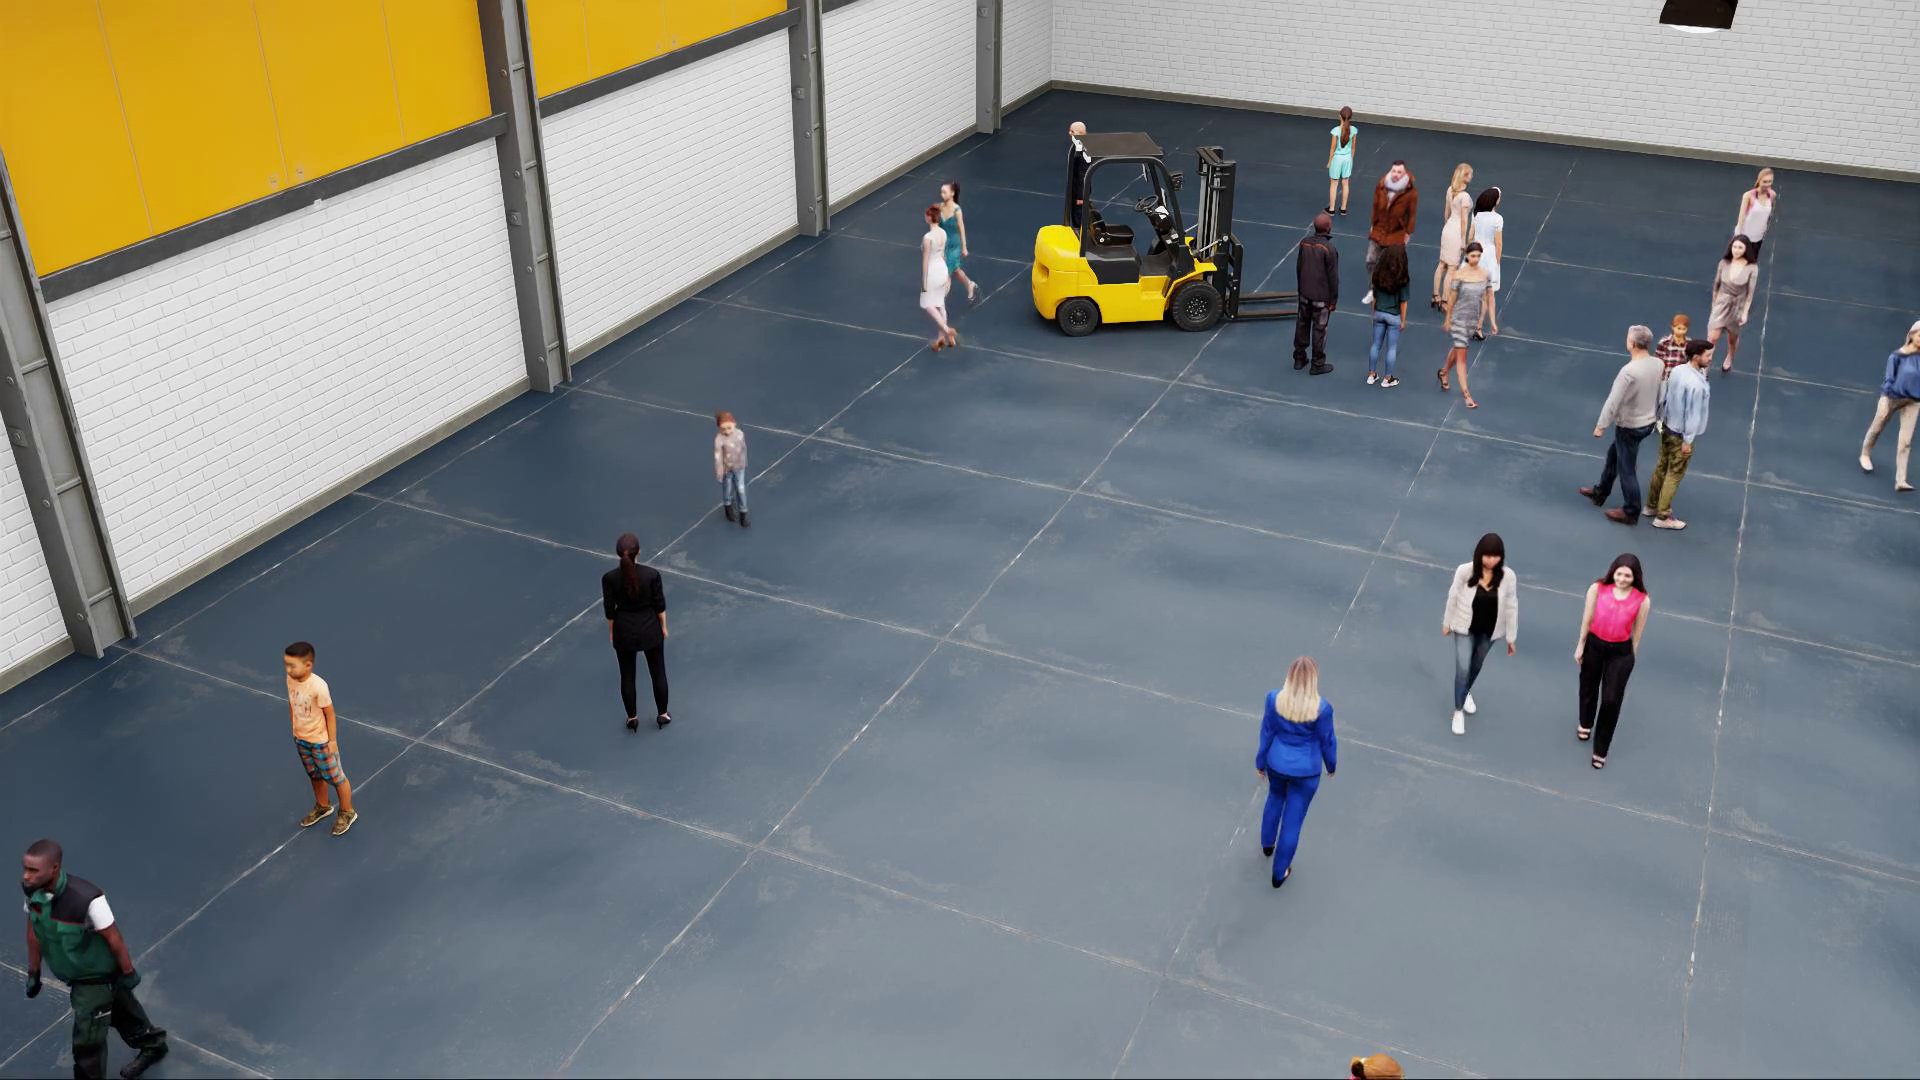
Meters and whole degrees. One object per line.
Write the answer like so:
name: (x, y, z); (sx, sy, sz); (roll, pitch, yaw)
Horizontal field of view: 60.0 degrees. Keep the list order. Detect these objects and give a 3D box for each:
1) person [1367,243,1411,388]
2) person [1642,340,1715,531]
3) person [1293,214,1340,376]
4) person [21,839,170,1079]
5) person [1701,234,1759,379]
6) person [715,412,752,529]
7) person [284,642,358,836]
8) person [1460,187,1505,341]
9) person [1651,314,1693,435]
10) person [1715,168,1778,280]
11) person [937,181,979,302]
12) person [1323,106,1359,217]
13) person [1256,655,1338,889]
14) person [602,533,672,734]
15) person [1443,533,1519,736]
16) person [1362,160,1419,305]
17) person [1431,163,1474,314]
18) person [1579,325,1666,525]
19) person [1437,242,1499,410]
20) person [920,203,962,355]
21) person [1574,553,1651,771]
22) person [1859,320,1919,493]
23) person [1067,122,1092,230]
person: (4.707, -2.474, 18.275); (0.657, 1.617, 0.667); (21, 35, 34)
person: (6.638, -0.995, 15.363); (0.808, 1.810, 0.655); (0, 29, 1)
person: (3.971, -2.756, 18.576); (0.745, 1.825, 0.777); (-24, 37, -37)
person: (-4.775, 2.339, 9.261); (0.690, 1.799, 1.058); (14, 32, 24)
person: (8.474, -2.513, 18.251); (0.731, 1.708, 1.144); (19, 34, 31)
person: (-2.134, -0.699, 15.494); (0.750, 1.164, 0.794); (-16, 32, -26)
person: (-4.434, 1.340, 11.447); (0.520, 1.461, 0.490); (11, 31, 20)
person: (6.096, -3.229, 19.453); (0.849, 1.815, 0.813); (-24, 37, -37)
person: (7.366, -1.743, 17.268); (0.602, 1.298, 0.619); (2, 29, 4)
person: (9.663, -3.732, 20.444); (0.852, 1.750, 1.081); (-2, 29, -3)
person: (-0.060, -3.554, 20.222); (1.143, 1.648, 0.797); (-25, 37, -37)
person: (5.441, -5.416, 23.730); (0.647, 1.558, 0.688); (-4, 29, -8)
person: (2.140, 1.551, 10.826); (0.663, 1.685, 0.738); (16, 33, 27)
person: (-2.406, 0.701, 12.408); (0.697, 1.662, 0.725); (-4, 29, -8)
person: (3.914, 0.615, 12.621); (0.815, 1.609, 0.952); (0, 29, 1)
person: (5.312, -3.806, 20.503); (0.724, 1.822, 0.728); (15, 32, 25)
person: (6.001, -3.686, 20.276); (0.712, 1.829, 0.636); (-8, 30, -14)
person: (6.264, -1.012, 15.328); (1.032, 1.873, 1.031); (-23, 36, -35)
person: (5.390, -2.350, 17.888); (1.039, 1.771, 1.171); (-7, 29, -12)
person: (-0.210, -2.946, 18.964); (0.729, 1.787, 0.740); (20, 35, 32)
person: (4.767, 0.801, 12.253); (0.594, 1.634, 0.865); (15, 32, 25)
person: (9.096, -1.348, 16.187); (0.912, 1.640, 1.222); (2, 29, 3)
person: (1.578, -4.676, 22.122); (0.822, 1.798, 0.717); (-4, 29, -7)
